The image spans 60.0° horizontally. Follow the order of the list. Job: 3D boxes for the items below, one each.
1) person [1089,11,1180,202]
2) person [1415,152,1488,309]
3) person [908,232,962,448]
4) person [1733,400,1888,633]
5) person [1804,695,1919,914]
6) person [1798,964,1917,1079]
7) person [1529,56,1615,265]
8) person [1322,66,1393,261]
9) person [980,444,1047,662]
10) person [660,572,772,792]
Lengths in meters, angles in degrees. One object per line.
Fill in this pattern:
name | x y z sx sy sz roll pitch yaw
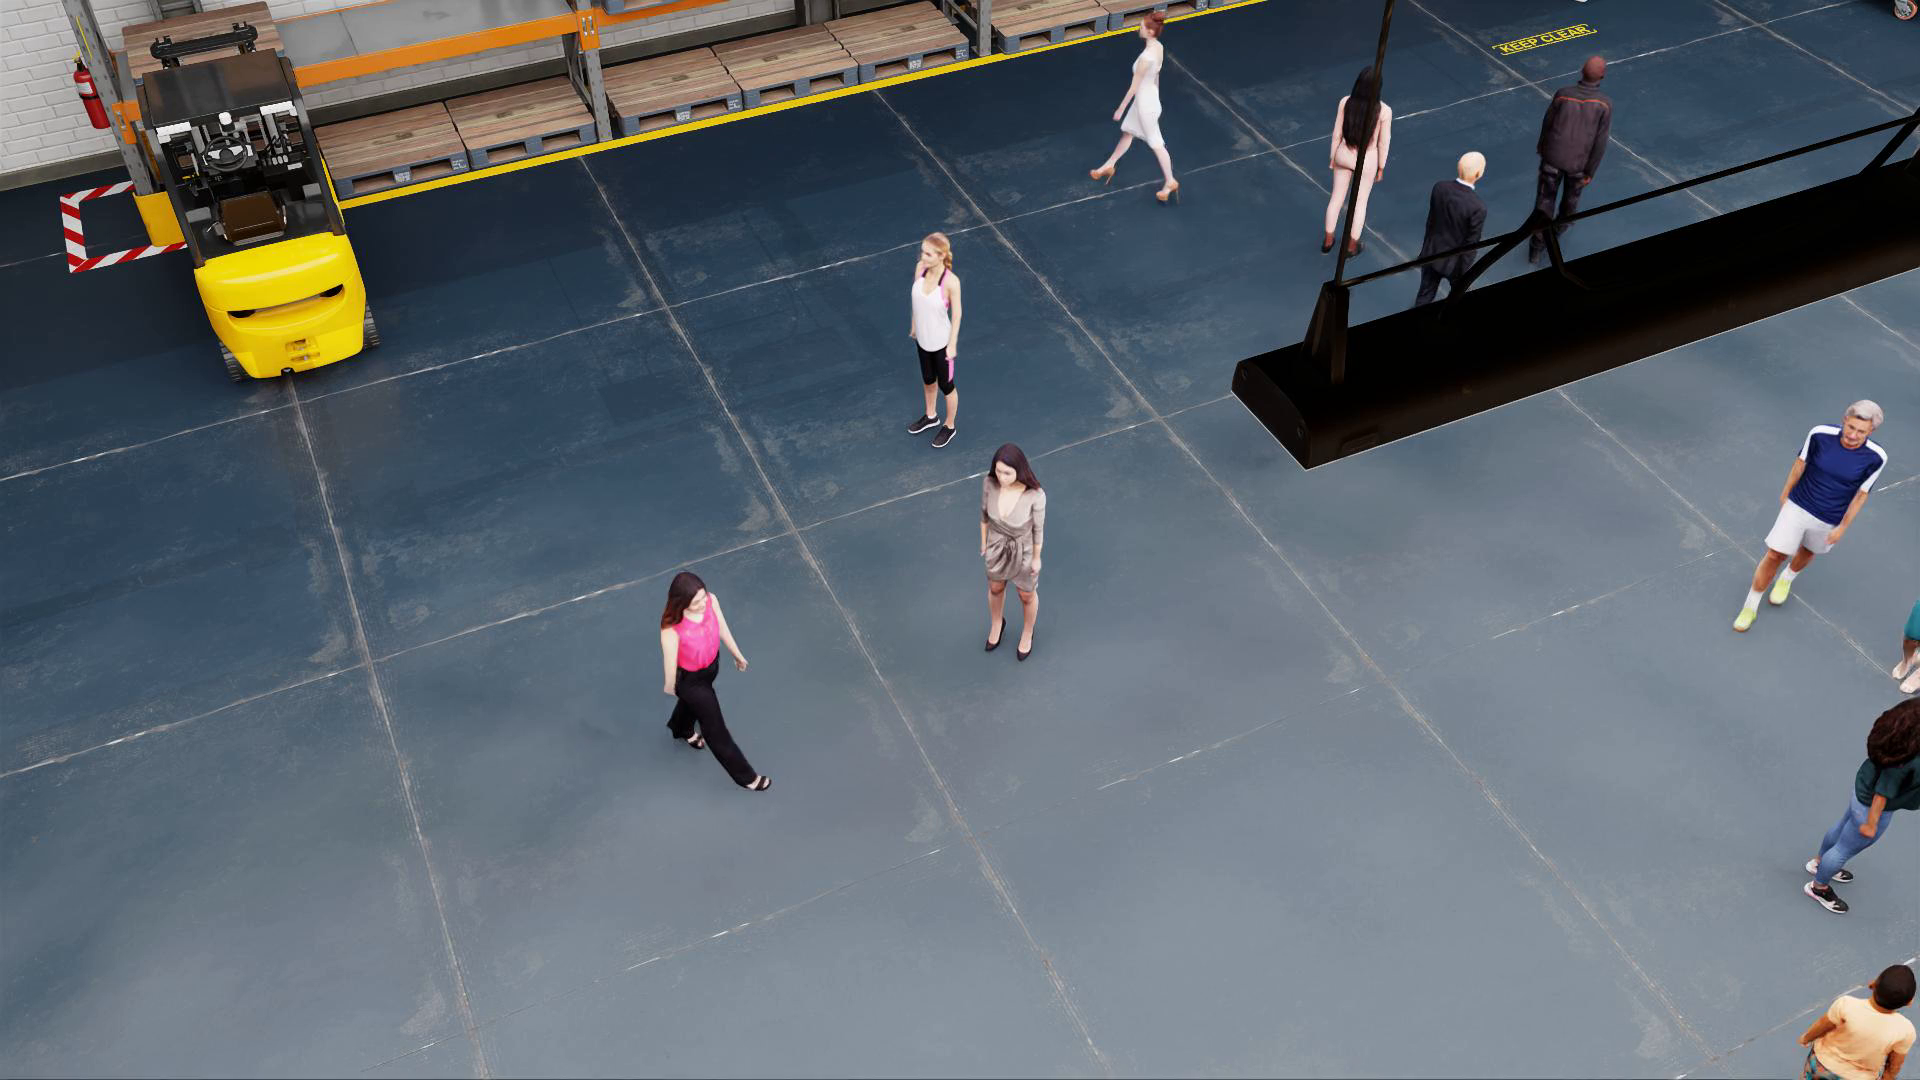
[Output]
person | 1.713 -3.707 14.457 1.102 1.747 1.019 12 45 13
person | 3.684 -2.128 12.772 0.906 1.785 0.836 -30 51 -28
person | -0.167 -1.471 12.080 0.670 1.788 0.646 33 53 30
person | 5.594 -0.250 10.785 0.947 1.807 1.101 23 48 23
person | 5.047 1.419 9.171 0.771 1.616 0.692 22 48 22
person | 4.279 2.593 8.059 0.682 1.451 0.738 19 47 19
person | 5.012 -3.117 13.799 1.096 1.801 1.170 15 46 15
person | 3.303 -3.146 13.888 0.696 1.719 0.718 21 47 20
person | 0.329 0.066 10.499 0.655 1.745 0.701 17 46 17
person | -1.619 0.763 9.858 1.068 1.619 1.058 17 46 17
